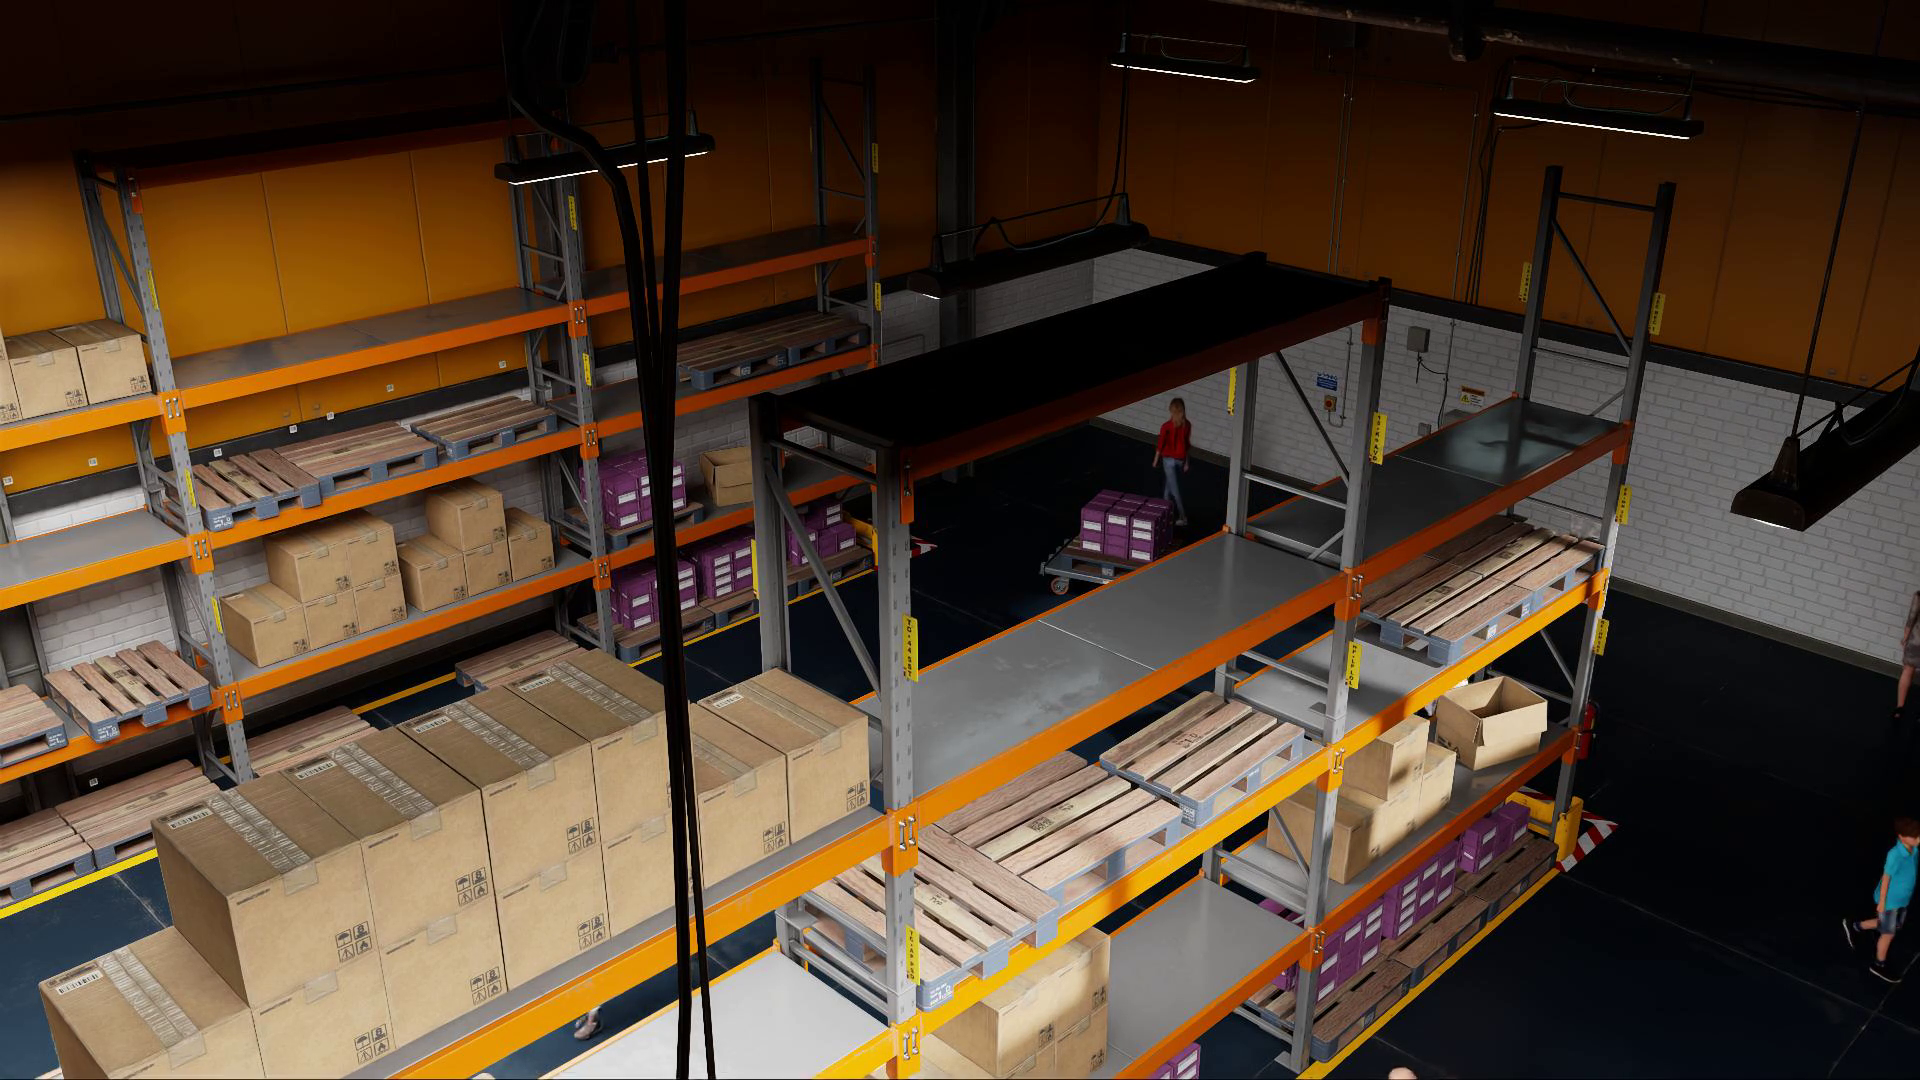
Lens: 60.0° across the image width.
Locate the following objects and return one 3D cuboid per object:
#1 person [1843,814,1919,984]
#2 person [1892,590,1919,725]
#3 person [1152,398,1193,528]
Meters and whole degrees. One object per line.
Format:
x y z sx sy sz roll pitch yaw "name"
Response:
7.363 2.785 13.212 0.786 1.434 0.695 -14 27 -29 "person"
9.767 1.045 16.806 0.653 1.744 0.603 12 27 26 "person"
2.793 -0.966 21.507 1.122 1.664 0.880 -12 27 -26 "person"
